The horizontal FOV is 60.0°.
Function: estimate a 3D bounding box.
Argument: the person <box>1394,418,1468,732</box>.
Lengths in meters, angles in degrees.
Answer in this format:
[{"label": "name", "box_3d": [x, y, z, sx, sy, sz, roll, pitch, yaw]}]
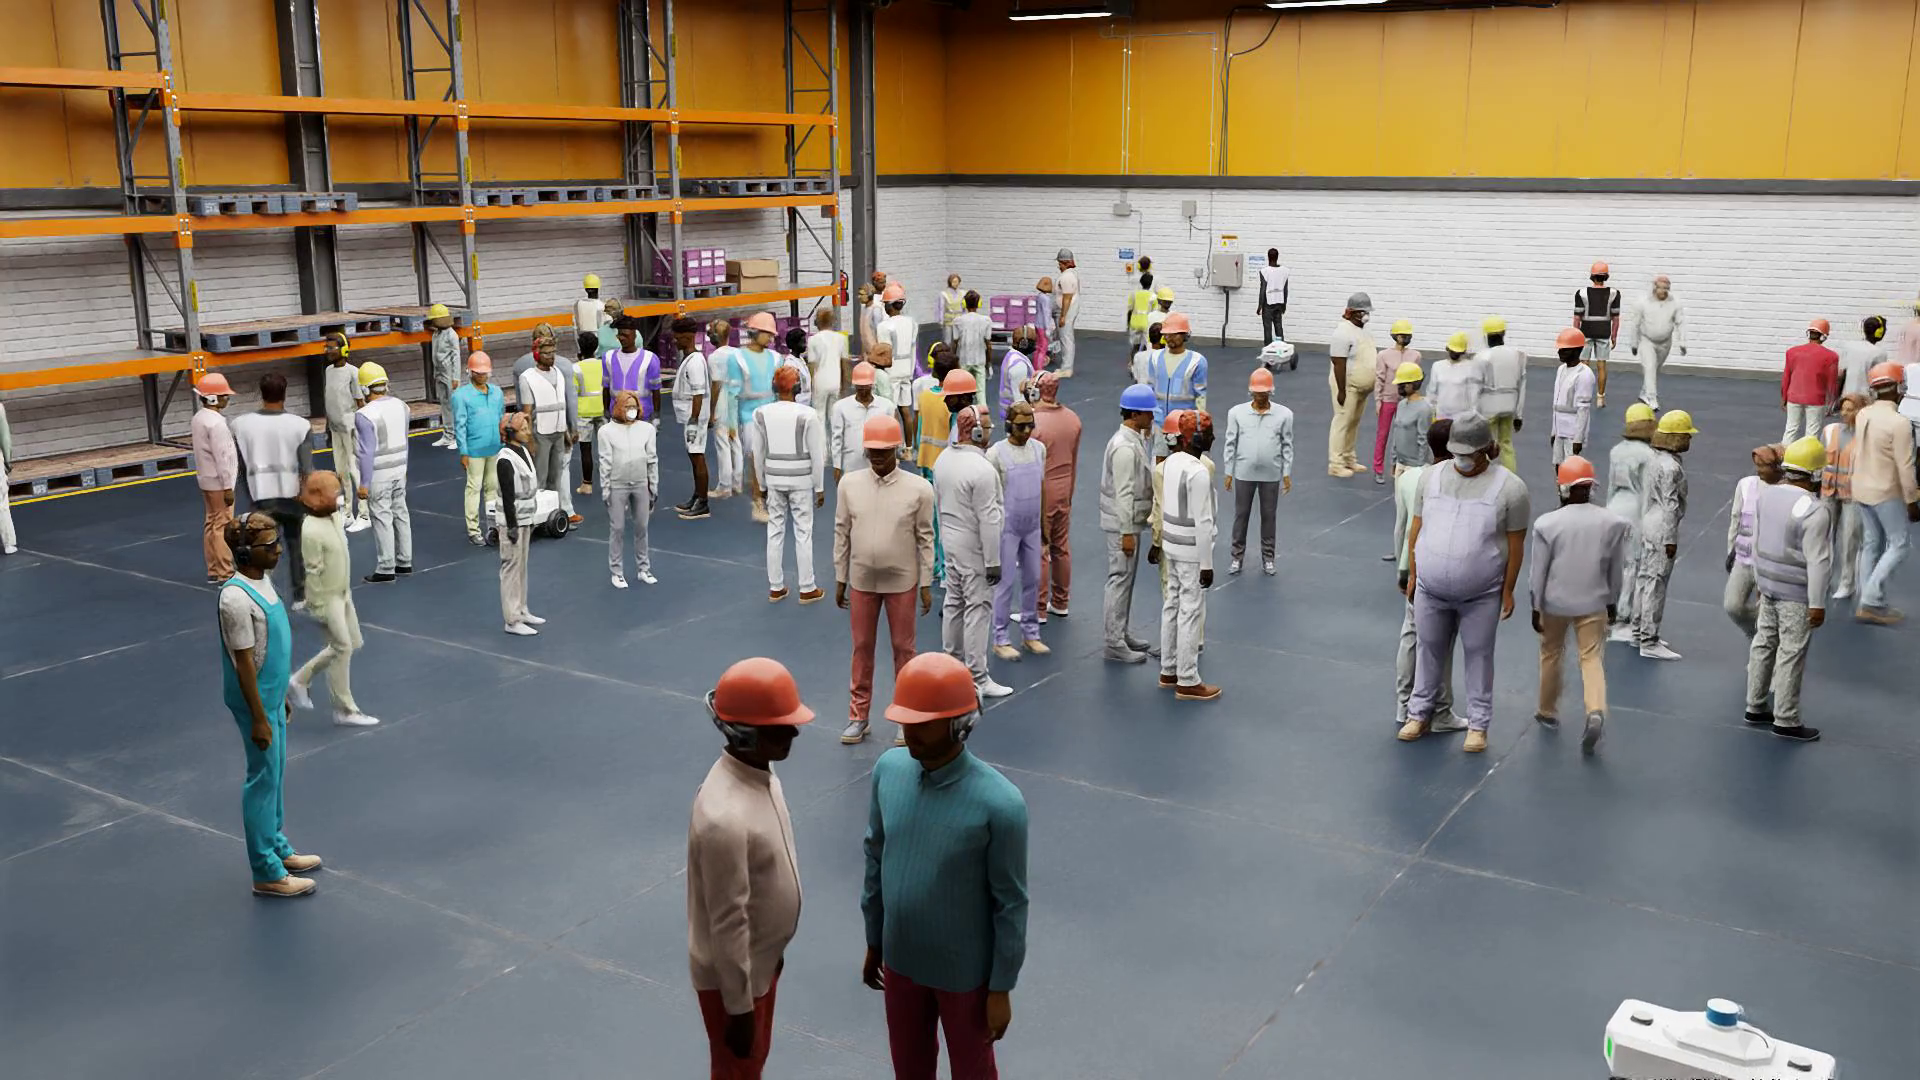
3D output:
[{"label": "person", "box_3d": [2.892, 0.214, 10.141, 0.393, 1.922, 0.587, -8, 15, -32]}]

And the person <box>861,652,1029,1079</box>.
[{"label": "person", "box_3d": [-0.069, 1.310, 5.225, 0.611, 1.995, 0.380, 10, 16, 36]}]

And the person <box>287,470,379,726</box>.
[{"label": "person", "box_3d": [-3.887, 0.361, 10.163, 0.509, 1.614, 0.513, 0, 13, -2]}]

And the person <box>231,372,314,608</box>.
[{"label": "person", "box_3d": [-5.162, -0.319, 12.566, 0.580, 1.877, 0.894, -4, 13, -15]}]

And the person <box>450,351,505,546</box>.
[{"label": "person", "box_3d": [-4.313, -0.835, 15.063, 0.324, 1.749, 0.563, 8, 15, 31]}]

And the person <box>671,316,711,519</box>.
[{"label": "person", "box_3d": [-2.604, -1.191, 16.136, 0.368, 1.966, 0.603, -3, 13, -13]}]

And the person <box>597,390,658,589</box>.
[{"label": "person", "box_3d": [-2.691, -0.419, 13.538, 0.493, 1.625, 0.279, -7, 15, -29]}]

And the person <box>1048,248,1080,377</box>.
[{"label": "person", "box_3d": [1.634, -3.624, 26.526, 0.539, 2.000, 0.688, 3, 13, 11]}]

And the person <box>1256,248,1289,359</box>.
[{"label": "person", "box_3d": [5.404, -4.069, 28.728, 0.597, 1.916, 0.375, -7, 15, -26]}]

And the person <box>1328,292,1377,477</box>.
[{"label": "person", "box_3d": [4.333, -1.716, 18.249, 0.536, 2.000, 0.685, 10, 16, 36]}]

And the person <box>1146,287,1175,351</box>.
[{"label": "person", "box_3d": [2.724, -2.497, 22.240, 0.531, 1.767, 0.323, -7, 15, -28]}]

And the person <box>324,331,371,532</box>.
[{"label": "person", "box_3d": [-5.779, -1.015, 15.573, 0.510, 1.877, 0.328, 8, 15, 31]}]

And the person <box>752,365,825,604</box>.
[{"label": "person", "box_3d": [-1.329, -0.428, 13.020, 0.576, 1.878, 0.355, 4, 13, 16]}]

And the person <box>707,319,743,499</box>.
[{"label": "person", "box_3d": [-2.428, -1.336, 17.028, 0.346, 1.846, 0.505, 6, 14, 23]}]

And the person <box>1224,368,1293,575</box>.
[{"label": "person", "box_3d": [2.492, -0.570, 13.910, 0.575, 1.747, 0.337, 2, 13, 8]}]

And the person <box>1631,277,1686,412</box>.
[{"label": "person", "box_3d": [9.697, -2.743, 23.142, 0.658, 1.853, 1.022, 1, 13, 4]}]

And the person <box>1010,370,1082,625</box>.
[{"label": "person", "box_3d": [0.616, -0.318, 12.483, 0.409, 1.908, 0.639, 11, 17, 40]}]

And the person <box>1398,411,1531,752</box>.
[{"label": "person", "box_3d": [2.940, 0.235, 9.786, 0.676, 2.000, 0.536, 8, 15, 31]}]

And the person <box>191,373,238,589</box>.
[{"label": "person", "box_3d": [-6.018, -0.486, 13.544, 0.341, 1.749, 0.572, -10, 17, -38]}]

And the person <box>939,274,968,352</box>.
[{"label": "person", "box_3d": [-0.083, -3.444, 26.697, 0.526, 1.608, 0.791, -4, 14, -16]}]

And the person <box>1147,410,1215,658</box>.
[{"label": "person", "box_3d": [1.511, -0.037, 11.595, 0.570, 1.749, 0.342, -11, 17, -39]}]

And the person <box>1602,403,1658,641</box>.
[{"label": "person", "box_3d": [4.913, -0.133, 12.141, 0.447, 1.703, 0.632, -3, 13, -14]}]

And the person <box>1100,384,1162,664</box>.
[{"label": "person", "box_3d": [1.176, -0.119, 11.557, 0.414, 1.939, 0.608, 2, 13, 10]}]

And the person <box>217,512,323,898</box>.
[{"label": "person", "box_3d": [-3.286, 0.774, 7.878, 0.345, 1.846, 0.507, -3, 13, -13]}]

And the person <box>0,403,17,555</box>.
[{"label": "person", "box_3d": [-8.543, -0.650, 14.502, 0.517, 1.641, 0.308, -10, 16, -36]}]

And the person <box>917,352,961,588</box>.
[{"label": "person", "box_3d": [-0.137, -0.571, 13.549, 0.371, 1.918, 0.597, -9, 16, -35]}]

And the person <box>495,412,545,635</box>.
[{"label": "person", "box_3d": [-3.258, -0.130, 12.244, 0.314, 1.641, 0.515, 0, 13, 0]}]

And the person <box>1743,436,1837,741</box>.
[{"label": "person", "box_3d": [5.012, 0.287, 10.005, 0.404, 1.836, 0.600, -2, 13, -9]}]

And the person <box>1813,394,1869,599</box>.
[{"label": "person", "box_3d": [7.033, -0.353, 13.234, 0.312, 1.639, 0.519, -7, 15, -30]}]

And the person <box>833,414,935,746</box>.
[{"label": "person", "box_3d": [-0.457, 0.241, 9.861, 0.608, 1.995, 0.383, 2, 13, 9]}]

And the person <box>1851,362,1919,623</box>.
[{"label": "person", "box_3d": [6.975, -0.353, 12.499, 0.498, 1.972, 0.650, 0, 13, -2]}]

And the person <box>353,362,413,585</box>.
[{"label": "person", "box_3d": [-4.744, -0.545, 13.640, 0.404, 1.827, 0.587, 4, 13, 16]}]

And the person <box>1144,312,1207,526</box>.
[{"label": "person", "box_3d": [2.006, -1.116, 15.639, 0.605, 2.045, 0.378, 8, 15, 30]}]

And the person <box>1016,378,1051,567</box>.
[{"label": "person", "box_3d": [0.648, -0.571, 14.162, 0.313, 1.639, 0.513, 9, 16, 35]}]

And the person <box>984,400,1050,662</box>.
[{"label": "person", "box_3d": [0.396, -0.069, 11.565, 0.518, 1.836, 0.346, -9, 16, -34]}]

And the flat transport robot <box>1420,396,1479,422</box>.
[{"label": "flat transport robot", "box_3d": [6.525, -1.752, 22.282, 0.652, 0.197, 1.431, 0, 13, -1]}]

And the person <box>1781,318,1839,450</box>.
[{"label": "person", "box_3d": [9.300, -1.557, 18.218, 0.573, 1.740, 0.348, 12, 18, 42]}]

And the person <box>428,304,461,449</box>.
[{"label": "person", "box_3d": [-6.190, -1.964, 19.992, 0.483, 1.737, 0.312, 11, 17, 41]}]

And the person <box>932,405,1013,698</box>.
[{"label": "person", "box_3d": [0.093, 0.071, 10.793, 0.409, 1.907, 0.649, -8, 15, -30]}]

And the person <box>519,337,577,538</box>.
[{"label": "person", "box_3d": [-3.833, -0.960, 15.397, 0.376, 1.844, 0.573, 6, 14, 24]}]
